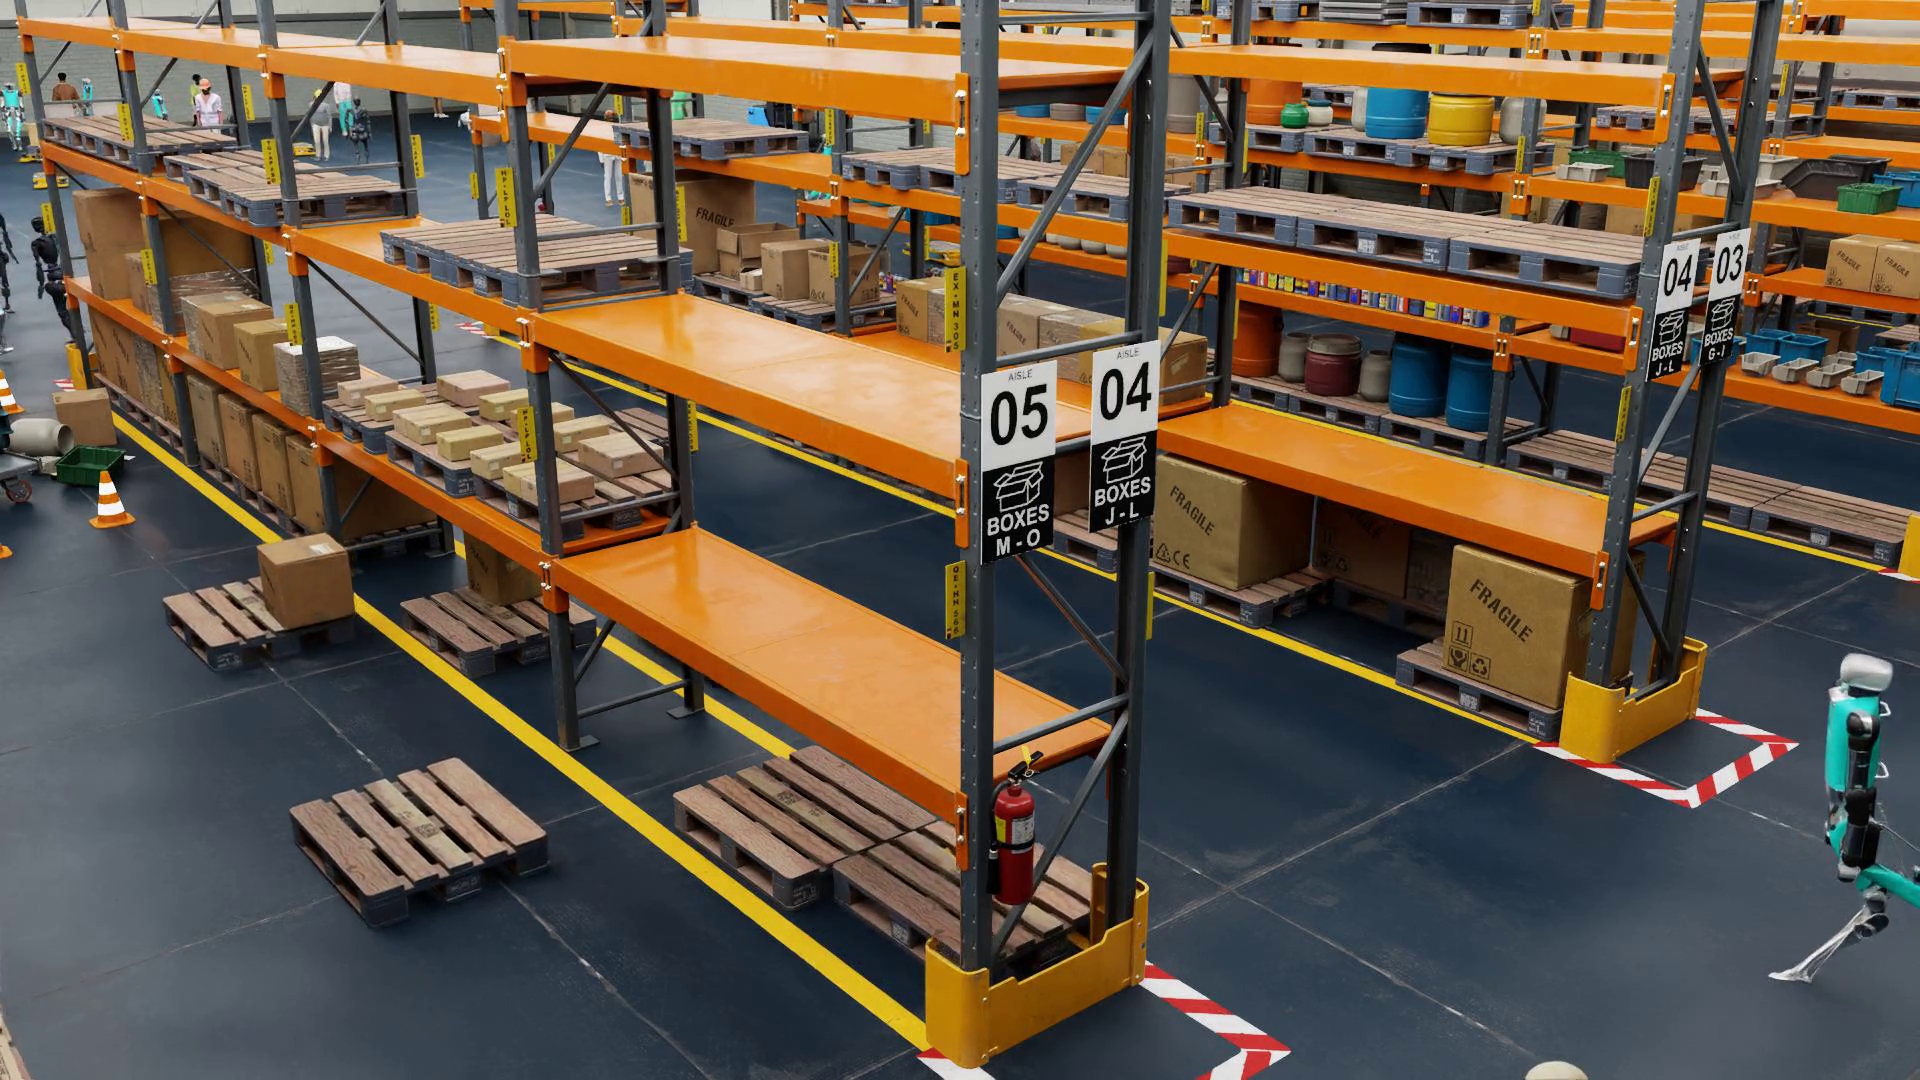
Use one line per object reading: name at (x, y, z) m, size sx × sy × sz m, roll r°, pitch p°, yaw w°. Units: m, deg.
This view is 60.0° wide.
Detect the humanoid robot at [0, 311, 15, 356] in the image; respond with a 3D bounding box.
humanoid robot at (-12.054, -3.026, 20.428) m, size 1.035 × 1.776 × 0.547 m, roll -1°, pitch 19°, yaw -2°

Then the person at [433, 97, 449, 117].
person at (-16.205, -14.053, 51.511) m, size 0.496 × 1.876 × 0.401 m, roll 16°, pitch 25°, yaw 38°

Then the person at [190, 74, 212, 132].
person at (-21.205, -12.139, 46.375) m, size 0.728 × 1.658 × 0.547 m, roll 6°, pitch 20°, yaw 17°

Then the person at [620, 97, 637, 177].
person at (-7.525, -9.181, 37.638) m, size 0.378 × 1.892 × 0.571 m, roll 3°, pitch 20°, yaw 10°

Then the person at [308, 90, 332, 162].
person at (-15.454, -10.016, 40.233) m, size 0.538 × 1.726 × 0.595 m, roll -4°, pitch 20°, yaw -11°

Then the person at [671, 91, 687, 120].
person at (-7.022, -10.394, 41.006) m, size 0.509 × 1.928 × 0.992 m, roll -8°, pitch 21°, yaw -22°

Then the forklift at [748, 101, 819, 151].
forklift at (-4.526, -11.368, 42.374) m, size 1.129 × 2.768 × 1.873 m, roll -15°, pitch 24°, yaw -37°

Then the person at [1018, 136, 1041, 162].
person at (1.276, -6.637, 30.582) m, size 0.542 × 1.757 × 0.414 m, roll -9°, pitch 21°, yaw -25°

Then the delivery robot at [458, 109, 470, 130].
delivery robot at (-14.151, -12.112, 48.003) m, size 0.499 × 0.614 × 0.815 m, roll -12°, pitch 23°, yaw -31°

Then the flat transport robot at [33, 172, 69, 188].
flat transport robot at (-19.819, -7.844, 36.260) m, size 0.659 × 0.231 × 1.431 m, roll -10°, pitch 21°, yaw -25°

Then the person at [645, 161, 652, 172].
person at (-5.163, -5.976, 28.408) m, size 0.372 × 1.958 × 0.596 m, roll 2°, pitch 20°, yaw 7°

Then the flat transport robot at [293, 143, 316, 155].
flat transport robot at (-16.746, -9.876, 42.043) m, size 0.659 × 0.231 × 1.431 m, roll -10°, pitch 22°, yaw -27°

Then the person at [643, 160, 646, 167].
person at (-6.086, -7.606, 33.382) m, size 0.532 × 1.732 × 0.330 m, roll -8°, pitch 21°, yaw -21°

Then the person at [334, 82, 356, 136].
person at (-17.055, -12.129, 46.031) m, size 0.508 × 1.873 × 0.782 m, roll -14°, pitch 24°, yaw -34°

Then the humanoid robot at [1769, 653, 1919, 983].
humanoid robot at (4.453, 1.414, 7.760) m, size 0.993 × 1.773 × 0.534 m, roll 6°, pitch 20°, yaw 17°

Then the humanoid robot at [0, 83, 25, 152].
humanoid robot at (-23.947, -10.637, 42.070) m, size 0.548 × 1.773 × 1.039 m, roll -8°, pitch 21°, yaw -22°

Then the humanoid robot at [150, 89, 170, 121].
humanoid robot at (-19.045, -10.004, 40.241) m, size 0.801 × 1.796 × 0.530 m, roll -18°, pitch 26°, yaw -41°

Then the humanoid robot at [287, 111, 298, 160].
humanoid robot at (-15.624, -9.329, 38.395) m, size 0.620 × 1.640 × 0.589 m, roll 2°, pitch 19°, yaw 5°

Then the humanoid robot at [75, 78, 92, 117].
humanoid robot at (-22.897, -11.072, 43.251) m, size 0.794 × 1.789 × 0.530 m, roll -11°, pitch 22°, yaw -28°

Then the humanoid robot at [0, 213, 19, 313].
humanoid robot at (-13.499, -3.982, 23.147) m, size 0.469 × 1.648 × 0.613 m, roll 12°, pitch 23°, yaw 31°

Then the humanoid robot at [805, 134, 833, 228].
humanoid robot at (-2.465, -6.397, 29.927) m, size 0.947 × 1.760 × 0.543 m, roll -15°, pitch 24°, yaw -36°

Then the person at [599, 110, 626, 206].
person at (-6.938, -7.626, 33.225) m, size 0.565 × 1.878 × 0.353 m, roll -13°, pitch 23°, yaw -32°

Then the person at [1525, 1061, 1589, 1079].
person at (1.648, 2.340, 4.968) m, size 0.374 × 1.797 × 0.606 m, roll -10°, pitch 22°, yaw -26°

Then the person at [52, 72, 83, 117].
person at (-23.722, -11.477, 44.206) m, size 0.780 × 1.855 × 0.396 m, roll -11°, pitch 22°, yaw -29°

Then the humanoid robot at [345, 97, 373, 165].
humanoid robot at (-14.123, -9.560, 39.044) m, size 0.605 × 1.639 × 0.611 m, roll -3°, pitch 20°, yaw -9°

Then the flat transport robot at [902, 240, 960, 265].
flat transport robot at (-0.296, -4.739, 27.422) m, size 0.659 × 0.231 × 1.431 m, roll -13°, pitch 23°, yaw -33°

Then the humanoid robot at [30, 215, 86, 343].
humanoid robot at (-11.580, -3.338, 21.323) m, size 0.343 × 1.645 × 0.588 m, roll 3°, pitch 20°, yaw 7°

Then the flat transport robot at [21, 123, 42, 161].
flat transport robot at (-22.127, -9.404, 40.699) m, size 1.431 × 0.231 × 0.659 m, roll -5°, pitch 20°, yaw -14°

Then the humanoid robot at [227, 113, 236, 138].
humanoid robot at (-15.227, -8.204, 35.213) m, size 0.722 × 1.641 × 0.585 m, roll -3°, pitch 20°, yaw -8°

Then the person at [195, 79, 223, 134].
person at (-17.791, -9.898, 39.449) m, size 0.604 × 2.035 × 0.381 m, roll -1°, pitch 19°, yaw -4°
